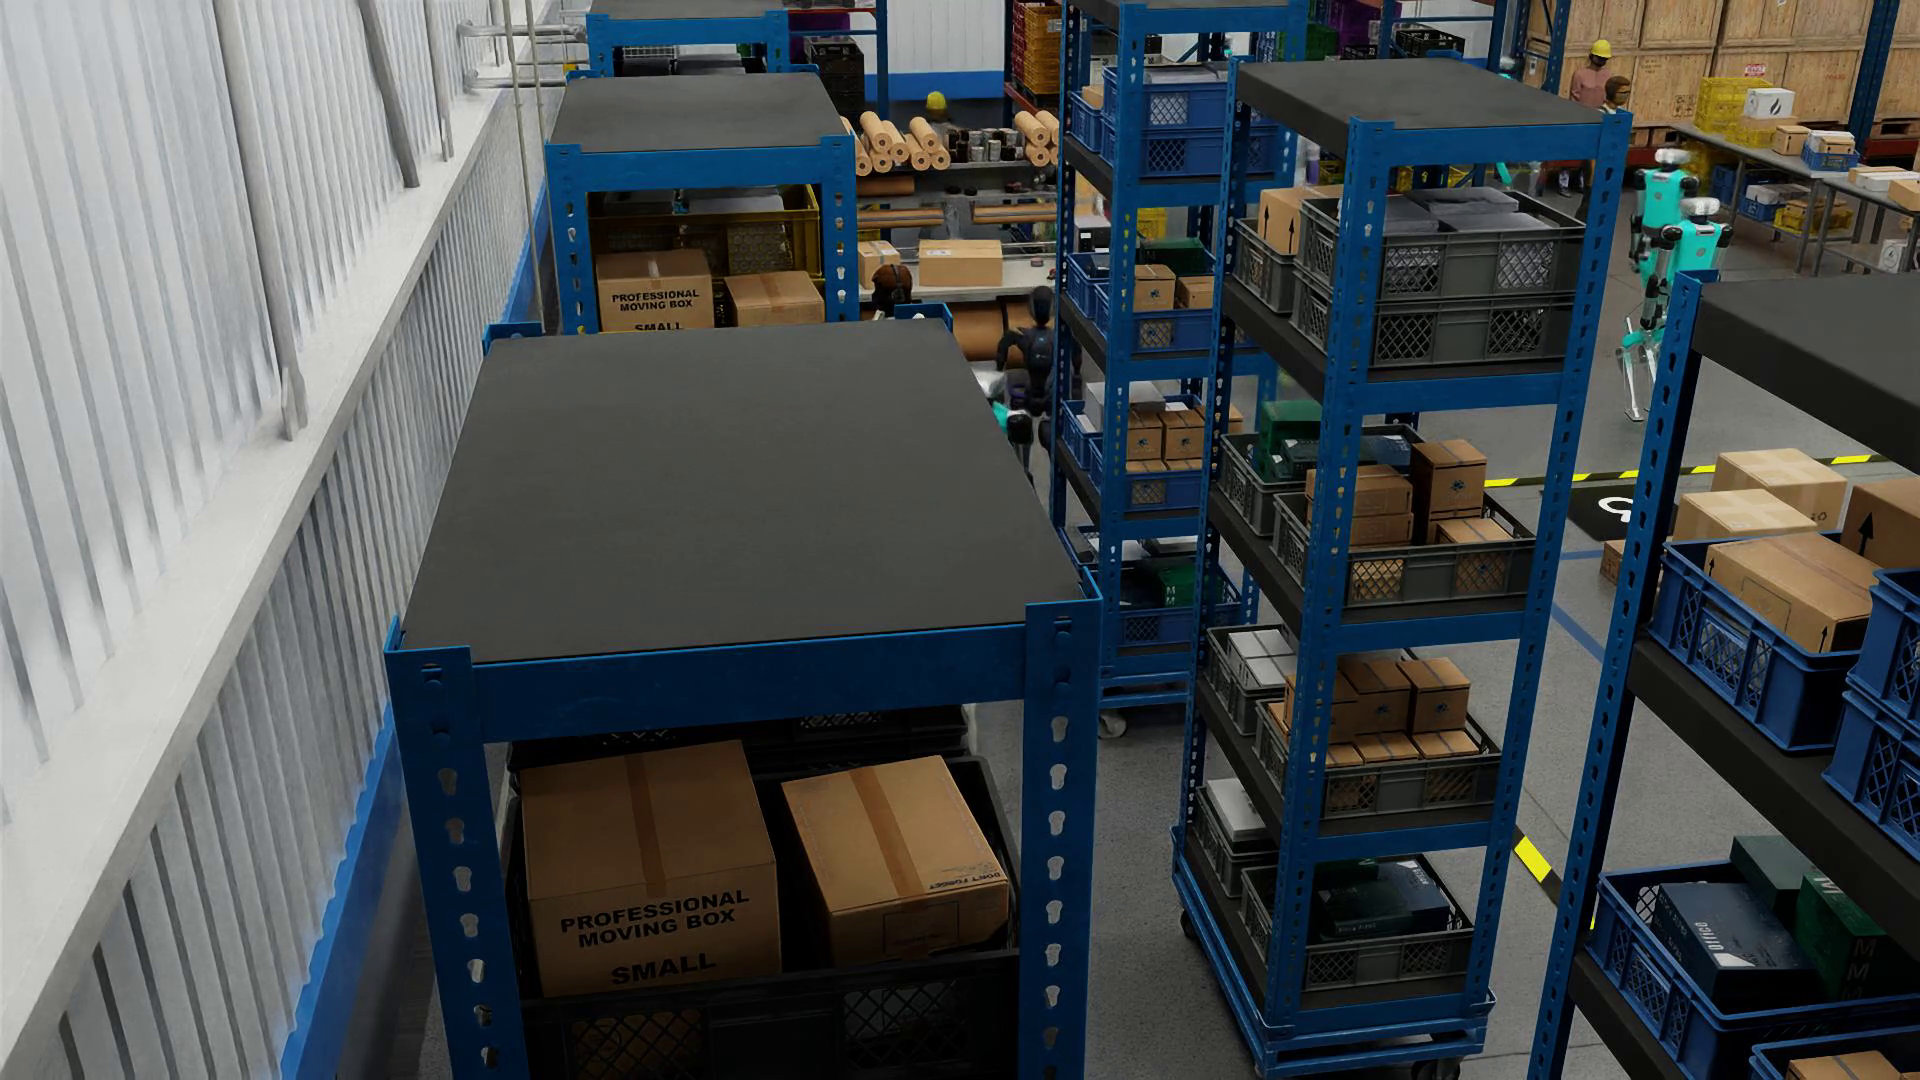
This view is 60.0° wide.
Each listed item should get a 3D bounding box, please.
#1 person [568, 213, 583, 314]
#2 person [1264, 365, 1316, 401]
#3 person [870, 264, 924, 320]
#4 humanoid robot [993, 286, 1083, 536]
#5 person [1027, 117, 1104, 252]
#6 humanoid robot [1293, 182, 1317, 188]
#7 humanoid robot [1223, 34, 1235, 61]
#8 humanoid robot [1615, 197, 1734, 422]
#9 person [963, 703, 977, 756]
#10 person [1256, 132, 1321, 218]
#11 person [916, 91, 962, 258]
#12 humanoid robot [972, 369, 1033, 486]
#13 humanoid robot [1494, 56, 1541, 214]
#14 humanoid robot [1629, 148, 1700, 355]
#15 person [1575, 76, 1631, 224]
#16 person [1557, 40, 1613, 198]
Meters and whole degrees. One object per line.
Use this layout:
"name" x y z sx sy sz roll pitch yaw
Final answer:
"person" -2.720 -1.858 12.441 0.513 1.857 0.335 -17 30 -32
"person" 2.142 -0.821 10.244 0.605 1.796 0.969 2 25 5
"person" -0.401 -0.771 10.097 0.429 1.842 0.632 -11 27 -22
"humanoid robot" 0.472 -0.748 10.233 0.601 1.642 0.367 -1 25 -2
"person" 0.907 -2.700 14.257 0.638 1.868 0.952 -18 30 -34
"humanoid robot" 2.677 -1.723 12.262 0.682 1.779 0.532 10 26 20
"humanoid robot" 3.293 -4.953 19.345 0.830 1.791 0.554 -2 25 -4
"humanoid robot" 5.108 -1.714 12.107 0.533 1.677 0.735 -4 25 -9
"person" -0.122 0.407 7.545 0.560 1.833 0.423 -5 25 -12
"person" 2.977 -3.238 15.245 0.630 2.015 0.504 3 25 7
"person" -0.190 -3.478 16.140 0.498 1.700 0.889 -9 26 -19
"humanoid robot" 0.174 -0.165 8.978 0.530 1.777 1.022 5 25 11
"humanoid robot" 6.021 -4.292 17.952 1.039 1.789 0.530 6 25 14
"humanoid robot" 5.816 -2.301 13.663 0.760 1.882 0.541 -20 31 -36
"person" 6.254 -3.604 16.265 0.336 1.836 0.502 20 31 37
"person" 7.144 -4.787 18.923 0.522 1.761 0.337 -6 25 -12
